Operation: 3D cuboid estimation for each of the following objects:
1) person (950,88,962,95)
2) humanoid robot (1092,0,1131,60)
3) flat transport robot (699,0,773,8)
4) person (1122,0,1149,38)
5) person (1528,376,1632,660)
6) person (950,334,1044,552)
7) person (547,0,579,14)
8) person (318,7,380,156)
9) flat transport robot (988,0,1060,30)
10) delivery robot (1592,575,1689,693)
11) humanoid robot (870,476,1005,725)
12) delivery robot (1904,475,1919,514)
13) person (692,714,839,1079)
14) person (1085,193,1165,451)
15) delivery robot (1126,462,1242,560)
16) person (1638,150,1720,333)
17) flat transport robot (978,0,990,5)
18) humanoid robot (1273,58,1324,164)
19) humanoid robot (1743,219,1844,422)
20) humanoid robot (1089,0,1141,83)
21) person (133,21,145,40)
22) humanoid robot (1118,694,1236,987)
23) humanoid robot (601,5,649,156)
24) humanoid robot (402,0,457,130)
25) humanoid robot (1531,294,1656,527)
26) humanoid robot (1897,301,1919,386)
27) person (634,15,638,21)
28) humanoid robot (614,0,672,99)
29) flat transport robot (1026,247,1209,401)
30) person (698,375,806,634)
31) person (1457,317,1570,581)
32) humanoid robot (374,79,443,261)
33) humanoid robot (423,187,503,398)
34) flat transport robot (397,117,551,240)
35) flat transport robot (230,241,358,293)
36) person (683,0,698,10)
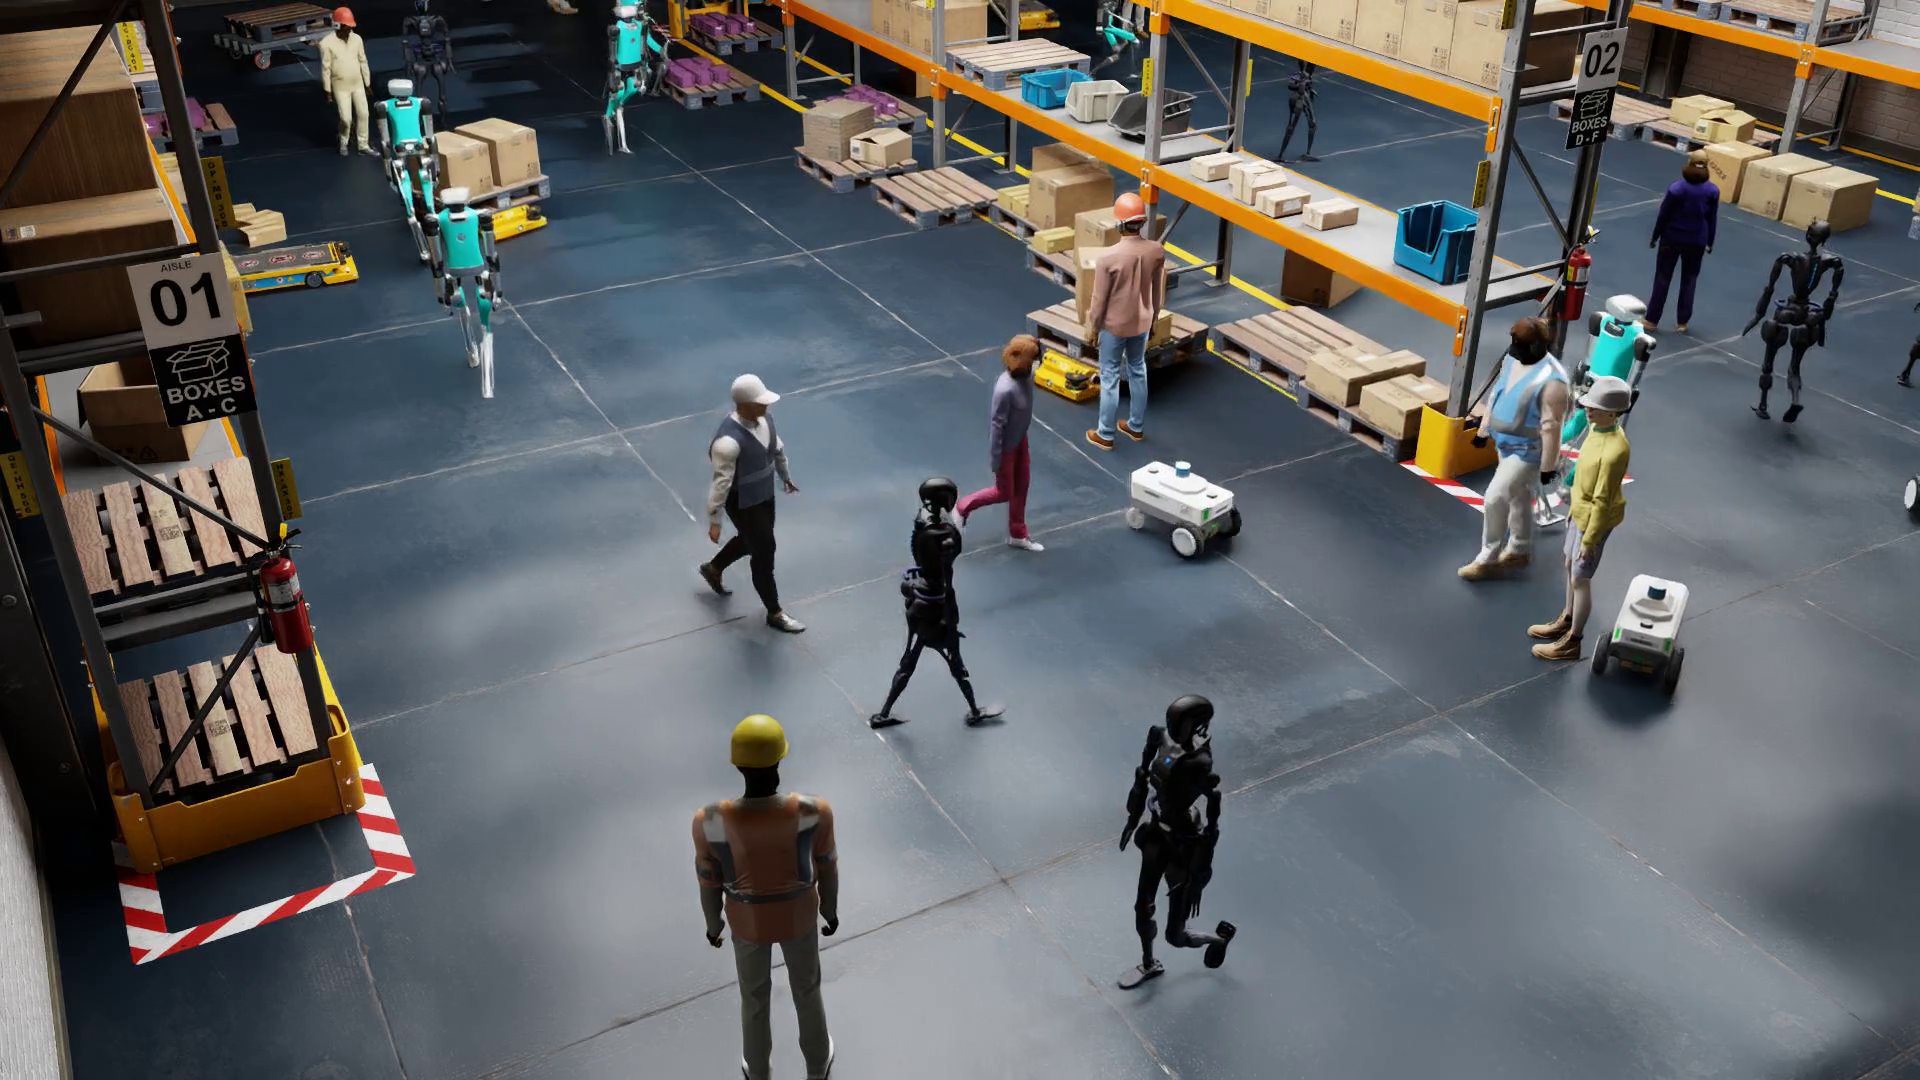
[{"bbox_3d":[-0.003,-6.751,21.534,0.402,1.900,0.634,-14,33,-23],"label":"person"},{"bbox_3d":[2.136,-7.507,23.070,0.489,1.644,0.587,9,31,15],"label":"humanoid robot"},{"bbox_3d":[-3.422,-8.662,26.488,1.431,0.231,0.659,-8,31,-13],"label":"flat transport robot"},{"bbox_3d":[2.587,-8.233,24.127,0.553,1.890,0.390,-20,36,-31],"label":"person"},{"bbox_3d":[3.783,-0.119,10.006,0.403,1.888,0.482,4,30,7],"label":"person"},{"bbox_3d":[0.272,-0.662,11.210,0.587,1.609,0.501,14,33,23],"label":"person"},{"bbox_3d":[-6.129,-8.989,25.497,0.439,1.825,0.626,-10,31,-16],"label":"person"},{"bbox_3d":[-7.025,-5.227,19.046,0.486,1.721,0.592,20,36,31],"label":"person"},{"bbox_3d":[0.970,-8.065,25.450,0.659,0.231,1.431,-9,31,-16],"label":"flat transport robot"},{"bbox_3d":[4.211,0.543,10.181,0.499,0.598,0.777,15,33,25],"label":"delivery robot"},{"bbox_3d":[-0.146,0.353,9.428,0.768,1.629,0.599,-10,31,-17],"label":"humanoid robot"},{"bbox_3d":[7.012,-0.309,11.646,0.499,0.581,0.754,6,30,11],"label":"delivery robot"},{"bbox_3d":[-0.799,1.567,7.027,0.584,1.919,0.378,-4,30,-7],"label":"person"},{"bbox_3d":[1.236,-1.638,12.544,0.610,1.987,0.392,-16,34,-26],"label":"person"},{"bbox_3d":[1.539,-0.260,11.561,0.774,0.579,0.499,26,39,38],"label":"delivery robot"},{"bbox_3d":[6.361,-2.636,14.650,0.496,1.616,0.377,7,31,12],"label":"person"},{"bbox_3d":[-0.286,-8.492,26.193,1.431,0.231,0.659,-16,33,-25],"label":"flat transport robot"},{"bbox_3d":[3.914,-5.090,18.866,0.556,1.637,0.590,11,32,19],"label":"humanoid robot"},{"bbox_3d":[6.474,-1.682,12.933,0.600,1.646,0.480,4,30,6],"label":"humanoid robot"},{"bbox_3d":[2.108,-6.846,21.902,1.039,1.775,0.547,9,31,15],"label":"humanoid robot"},{"bbox_3d":[-10.895,-6.935,21.837,0.678,1.904,0.569,-19,35,-30],"label":"person"},{"bbox_3d":[1.018,1.364,7.630,0.549,1.635,0.585,-18,34,-28],"label":"humanoid robot"},{"bbox_3d":[-3.922,-5.236,19.145,0.785,1.860,0.542,26,39,37],"label":"humanoid robot"},{"bbox_3d":[-6.409,-5.780,20.066,0.609,1.645,0.477,-9,31,-16],"label":"humanoid robot"},{"bbox_3d":[4.203,-0.780,11.299,0.833,1.788,0.554,-13,32,-21],"label":"humanoid robot"},{"bbox_3d":[8.089,-1.963,13.430,0.590,1.630,0.467,9,31,16],"label":"humanoid robot"},{"bbox_3d":[-4.959,-8.725,25.126,0.575,1.732,0.461,17,34,27],"label":"person"},{"bbox_3d":[-4.012,-6.445,21.223,0.756,1.838,0.537,19,35,30],"label":"humanoid robot"},{"bbox_3d":[1.273,-1.547,14.103,1.431,0.231,0.659,-23,37,-35],"label":"flat transport robot"},{"bbox_3d":[-1.358,-0.269,10.414,0.810,1.730,0.763,14,33,23],"label":"person"},{"bbox_3d":[3.574,-0.601,10.898,0.706,1.816,0.660,-3,30,-5],"label":"person"},{"bbox_3d":[-5.228,-3.468,15.999,0.542,1.796,0.847,-13,32,-21],"label":"humanoid robot"},{"bbox_3d":[-4.040,-2.123,13.676,0.530,1.779,1.001,-8,31,-14],"label":"humanoid robot"},{"bbox_3d":[-5.048,-3.446,17.408,1.431,0.231,0.659,22,37,34],"label":"flat transport robot"},{"bbox_3d":[-6.538,-2.568,15.880,1.431,0.231,0.659,-12,32,-21],"label":"flat transport robot"},{"bbox_3d":[-4.228,-8.830,25.229,0.576,1.807,0.827,-2,30,-4],"label":"person"}]
